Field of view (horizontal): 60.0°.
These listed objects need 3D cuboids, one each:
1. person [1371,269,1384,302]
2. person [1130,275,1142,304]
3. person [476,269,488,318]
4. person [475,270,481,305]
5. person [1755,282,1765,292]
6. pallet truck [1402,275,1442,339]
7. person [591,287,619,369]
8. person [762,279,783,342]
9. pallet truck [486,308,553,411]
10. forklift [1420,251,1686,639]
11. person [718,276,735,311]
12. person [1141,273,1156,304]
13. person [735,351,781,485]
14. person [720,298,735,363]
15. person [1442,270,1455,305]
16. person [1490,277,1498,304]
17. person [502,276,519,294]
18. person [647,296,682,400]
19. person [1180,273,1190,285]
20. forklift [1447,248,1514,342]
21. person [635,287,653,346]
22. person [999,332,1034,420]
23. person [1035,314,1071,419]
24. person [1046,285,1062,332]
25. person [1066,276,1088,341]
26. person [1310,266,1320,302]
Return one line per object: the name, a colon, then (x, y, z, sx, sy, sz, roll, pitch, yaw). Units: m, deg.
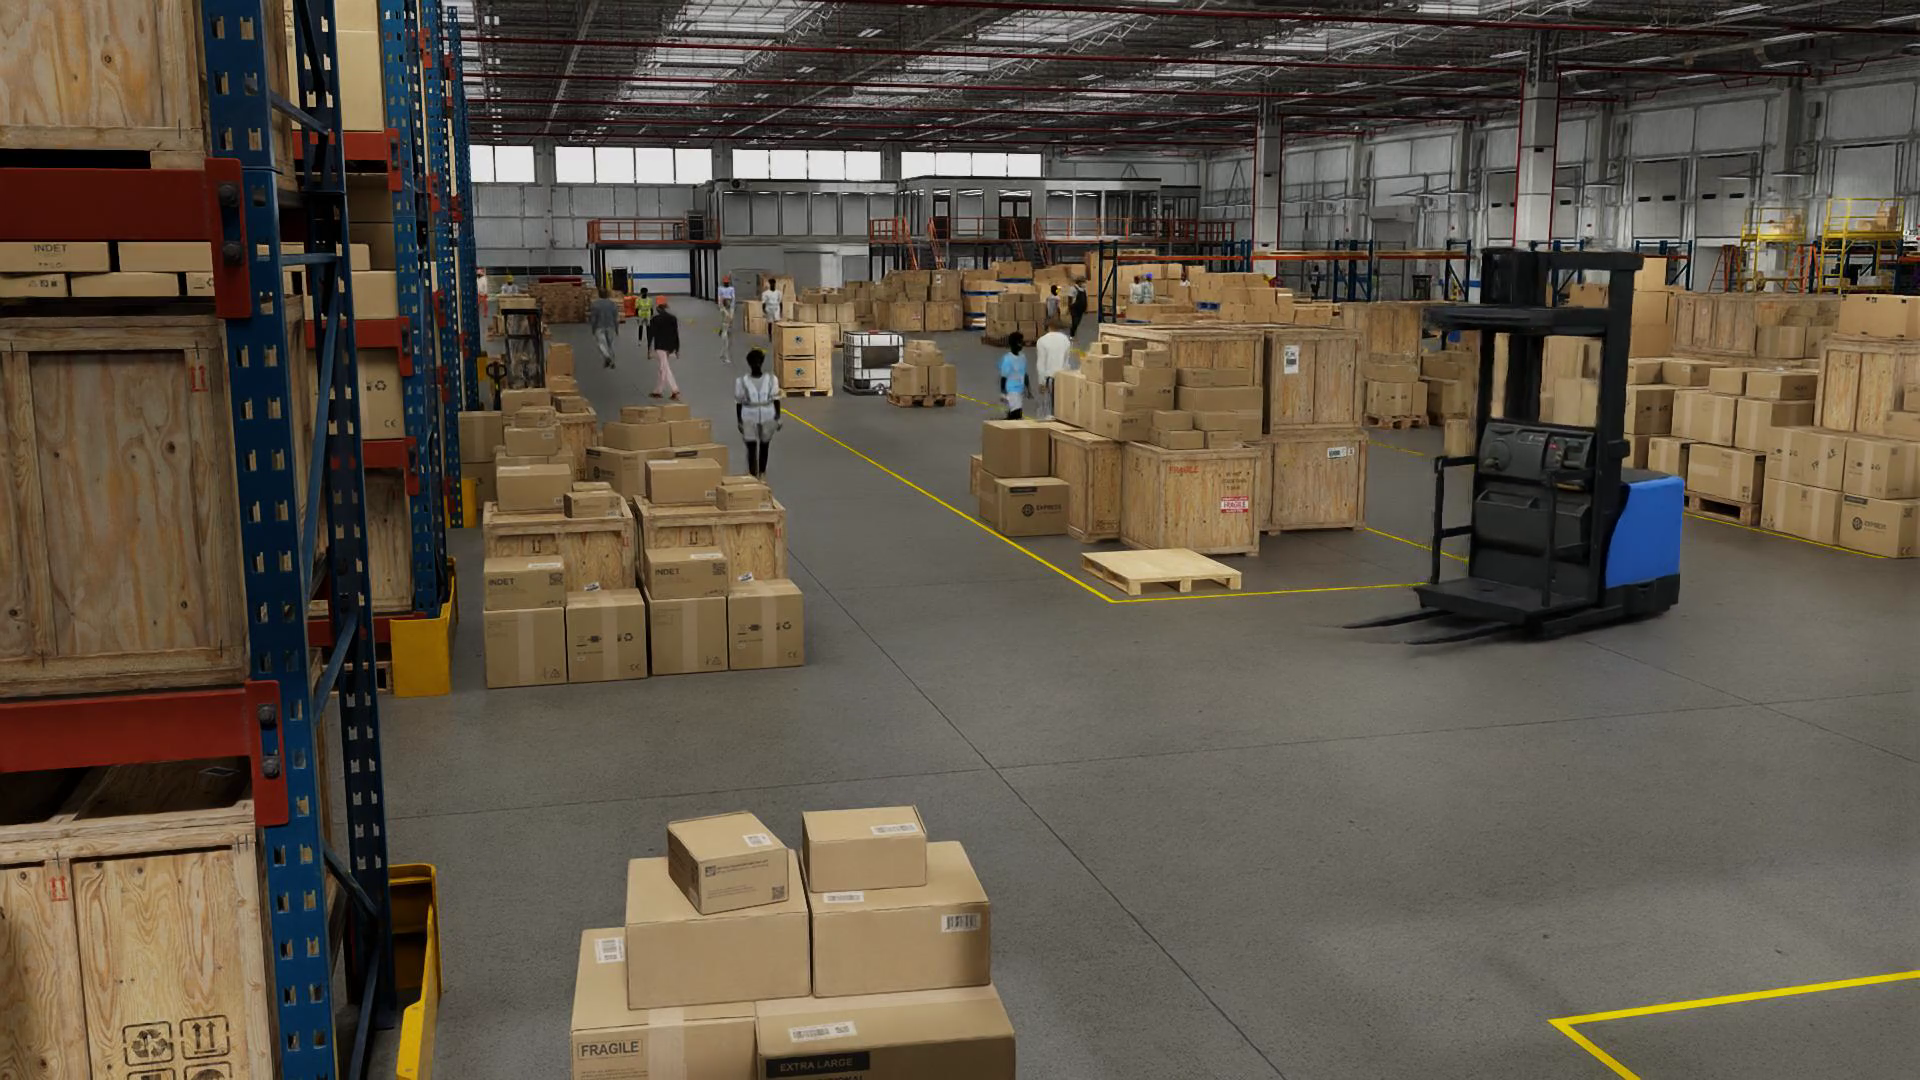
person: (20.153, -12.220, 80.407, 0.635, 1.821, 0.776, -1, 10, -5)
person: (6.515, -8.724, 60.560, 0.651, 1.834, 1.018, 3, 10, 15)
person: (-19.205, -9.846, 66.560, 0.630, 1.935, 1.023, 1, 10, 5)
person: (-23.532, -12.266, 80.852, 0.297, 1.744, 0.487, 1, 10, 8)
person: (21.101, -5.849, 43.957, 0.627, 1.940, 0.372, -6, 12, -31)
pallet truck: (14.620, -7.324, 52.145, 0.823, 1.965, 1.885, 8, 13, 40)
person: (-8.279, -4.941, 38.855, 0.709, 1.920, 0.399, -6, 12, -30)
person: (-5.579, -6.811, 49.465, 0.619, 1.923, 0.994, -2, 10, -13)
pallet truck: (-6.242, -2.418, 24.362, 0.823, 1.965, 1.885, 1, 10, 3)
forklift: (4.647, -0.811, 12.763, 1.873, 2.768, 1.129, -7, 12, -35)
person: (-7.731, -7.795, 55.098, 0.551, 1.912, 0.878, -2, 10, -10)
person: (6.872, -8.638, 59.825, 0.937, 1.905, 0.639, 9, 13, 41)
person: (-2.381, -1.410, 19.631, 0.531, 1.649, 0.874, -3, 10, -16)
person: (-5.797, -5.191, 41.151, 0.507, 1.613, 0.535, 7, 12, 33)
person: (21.402, -10.880, 72.803, 0.512, 1.816, 0.992, 1, 10, 5)
person: (17.223, -7.493, 53.369, 0.627, 1.908, 0.588, 6, 12, 30)
person: (-16.556, -8.821, 61.262, 0.583, 1.779, 0.885, -7, 12, -34)
person: (-5.530, -3.592, 31.155, 1.003, 1.954, 0.628, 8, 13, 39)
person: (8.419, -9.066, 62.369, 0.353, 1.877, 0.573, -5, 11, -28)
forklift: (12.746, -5.575, 39.742, 1.873, 2.768, 1.129, -3, 10, -15)
person: (-9.131, -6.458, 48.116, 0.534, 1.692, 0.319, -4, 11, -23)
person: (0.820, -2.066, 23.293, 0.646, 1.673, 0.543, 6, 11, 29)
person: (1.370, -2.338, 24.234, 0.649, 1.894, 1.024, -7, 12, -34)
person: (2.485, -5.829, 44.089, 0.321, 1.859, 0.512, -9, 13, -41)
person: (3.575, -7.065, 50.555, 0.628, 2.000, 0.714, 8, 13, 38)
person: (17.755, -12.762, 83.175, 0.399, 1.915, 0.589, -6, 12, -32)
